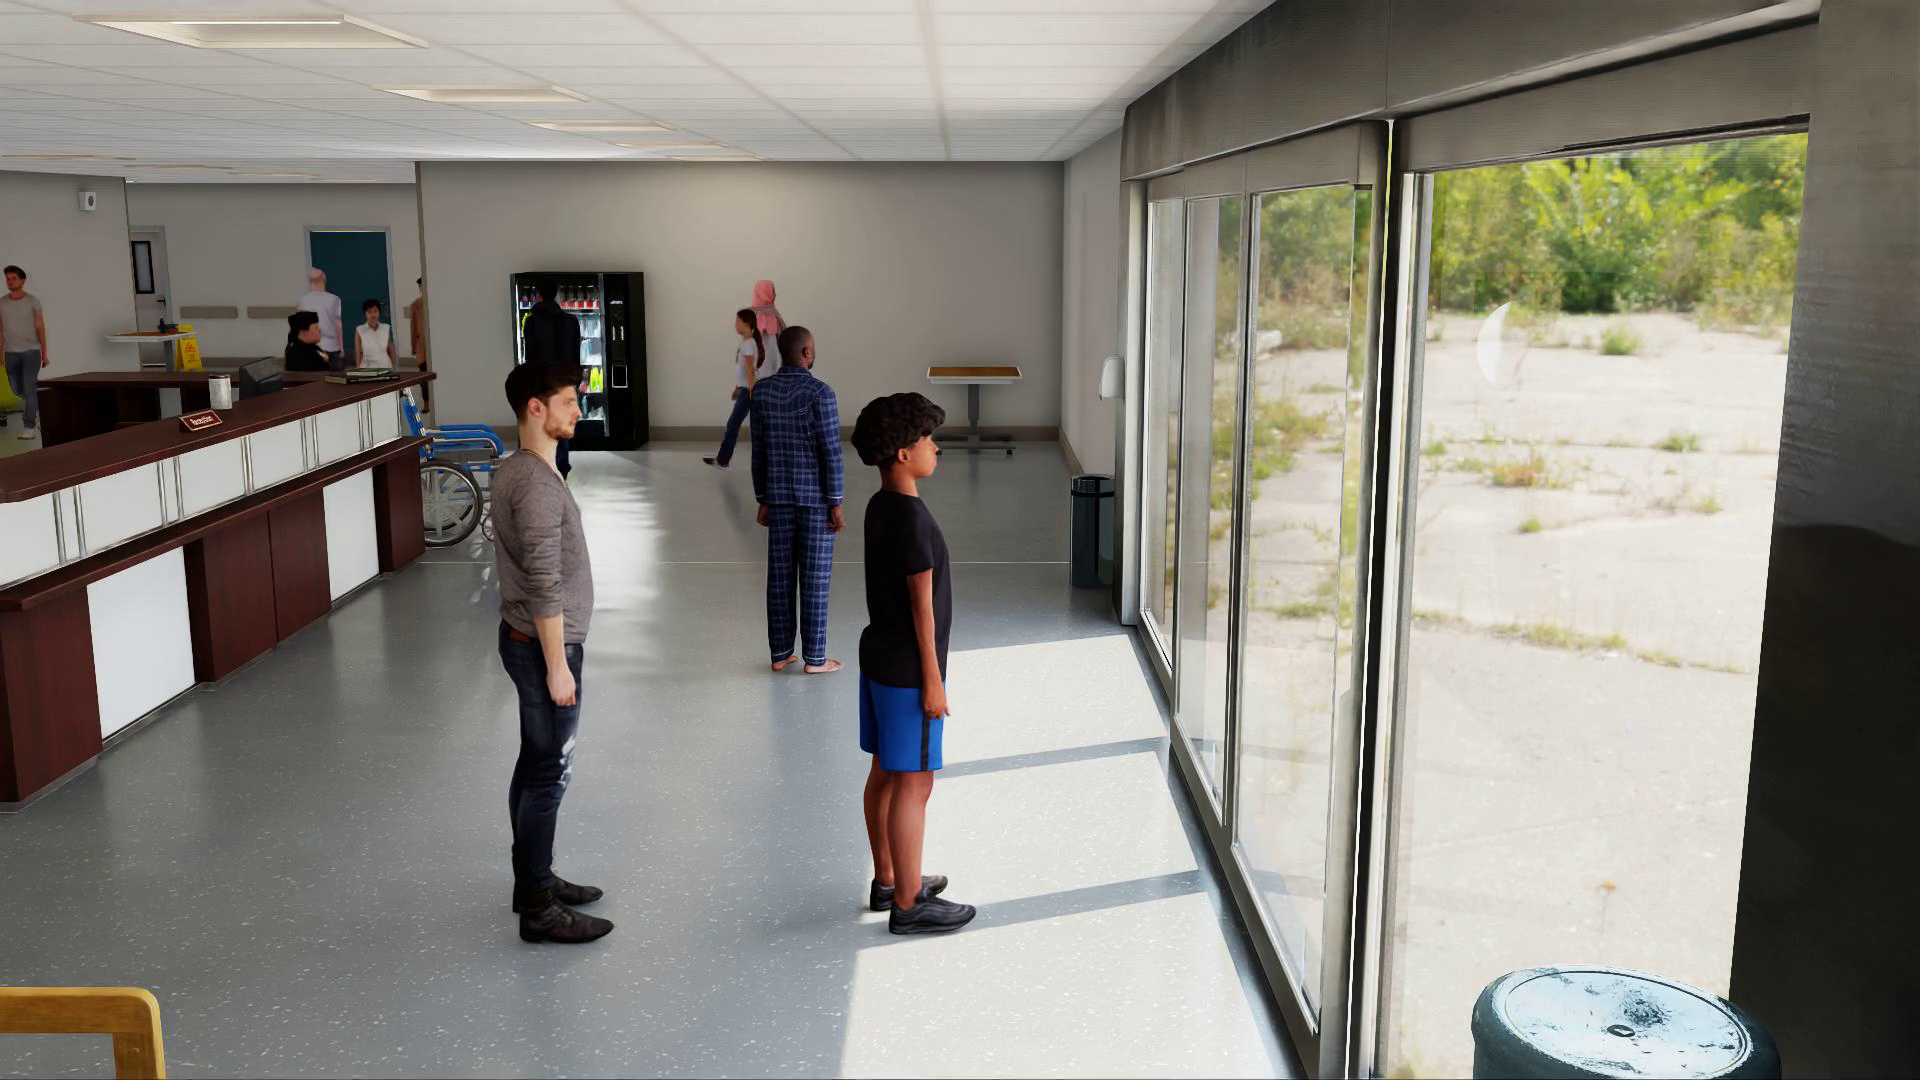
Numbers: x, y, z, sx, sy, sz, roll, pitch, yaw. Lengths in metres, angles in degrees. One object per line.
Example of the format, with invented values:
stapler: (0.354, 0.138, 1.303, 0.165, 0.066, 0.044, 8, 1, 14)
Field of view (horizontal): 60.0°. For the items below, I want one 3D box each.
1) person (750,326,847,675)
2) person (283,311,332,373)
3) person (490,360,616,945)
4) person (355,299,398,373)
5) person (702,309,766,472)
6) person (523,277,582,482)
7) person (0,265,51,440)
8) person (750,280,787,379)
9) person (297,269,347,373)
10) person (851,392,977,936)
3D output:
person: (-0.848, -0.215, 8.713, 0.698, 1.824, 0.830, 5, 12, 23)
person: (-5.144, -0.936, 12.954, 0.979, 1.659, 0.839, -3, 11, -16)
person: (-1.383, 0.356, 5.498, 0.676, 1.903, 0.761, -3, 11, -17)
person: (-6.296, -1.795, 17.882, 0.999, 1.510, 0.975, -8, 13, -36)
person: (-1.895, -1.394, 15.736, 1.076, 1.523, 0.592, 1, 11, 5)
person: (-3.484, -1.320, 14.407, 0.964, 1.874, 0.991, -8, 13, -35)
person: (-10.260, -2.059, 18.282, 1.019, 1.880, 0.775, -1, 11, -5)
person: (-1.874, -1.632, 16.237, 0.754, 1.804, 0.735, -6, 12, -28)
person: (-7.341, -2.162, 19.061, 1.088, 1.792, 0.745, 0, 11, 1)
person: (-0.190, 0.401, 5.534, 0.688, 1.799, 0.675, -4, 11, -19)
